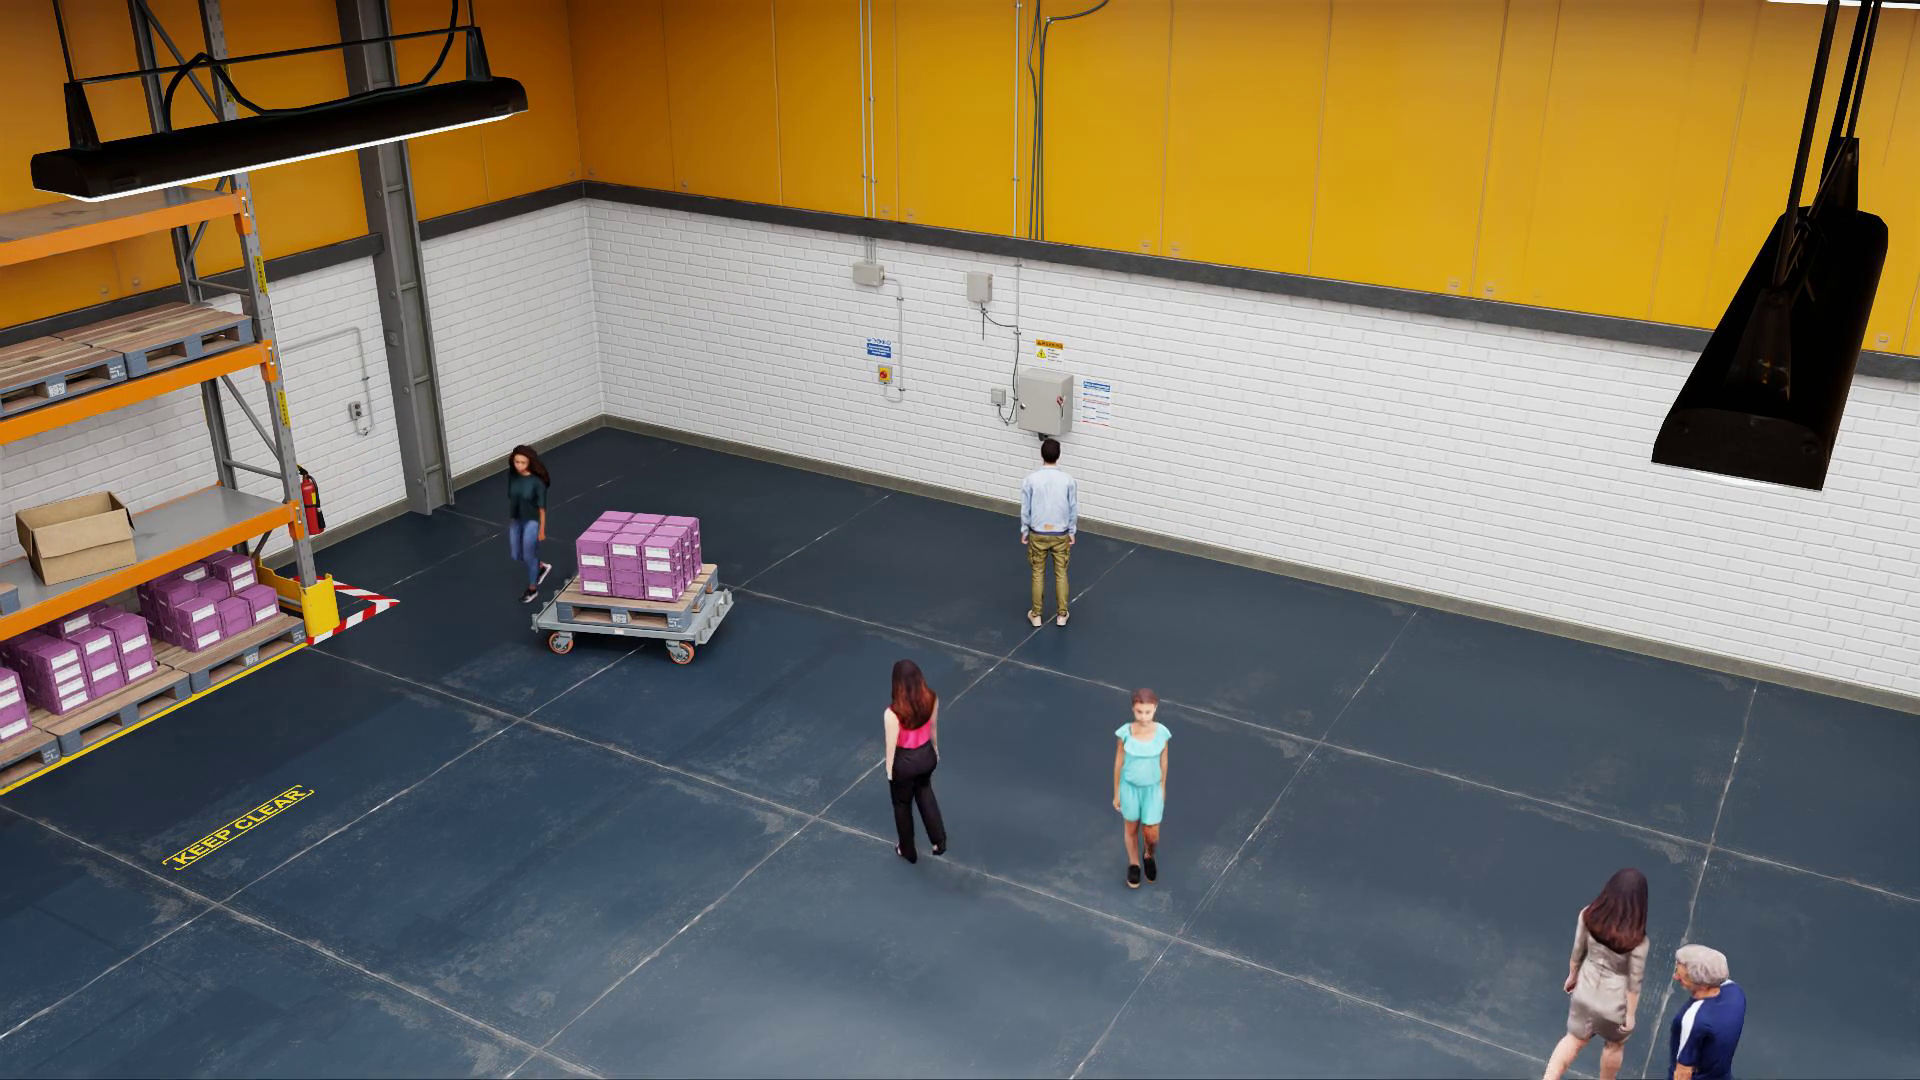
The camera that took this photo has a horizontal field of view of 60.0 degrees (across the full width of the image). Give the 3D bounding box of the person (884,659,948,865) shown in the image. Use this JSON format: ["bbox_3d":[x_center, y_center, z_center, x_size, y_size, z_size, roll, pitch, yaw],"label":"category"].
[{"bbox_3d":[-0.292,1.604,11.753,0.751,1.649,0.796,-17,29,-33],"label":"person"}]

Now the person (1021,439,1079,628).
[{"bbox_3d":[0.820,-0.064,15.368,0.763,1.810,0.759,0,24,-1],"label":"person"}]

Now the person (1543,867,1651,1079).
[{"bbox_3d":[3.556,2.621,9.329,1.106,1.726,0.831,-19,30,-36],"label":"person"}]

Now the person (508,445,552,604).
[{"bbox_3d":[-4.066,-0.181,15.900,0.629,1.598,0.702,14,27,28],"label":"person"}]

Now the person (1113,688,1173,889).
[{"bbox_3d":[1.265,1.698,11.660,0.628,1.550,0.664,3,24,8],"label":"person"}]

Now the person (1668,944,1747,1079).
[{"bbox_3d":[3.883,2.889,8.628,0.959,1.797,0.953,-15,28,-31],"label":"person"}]
